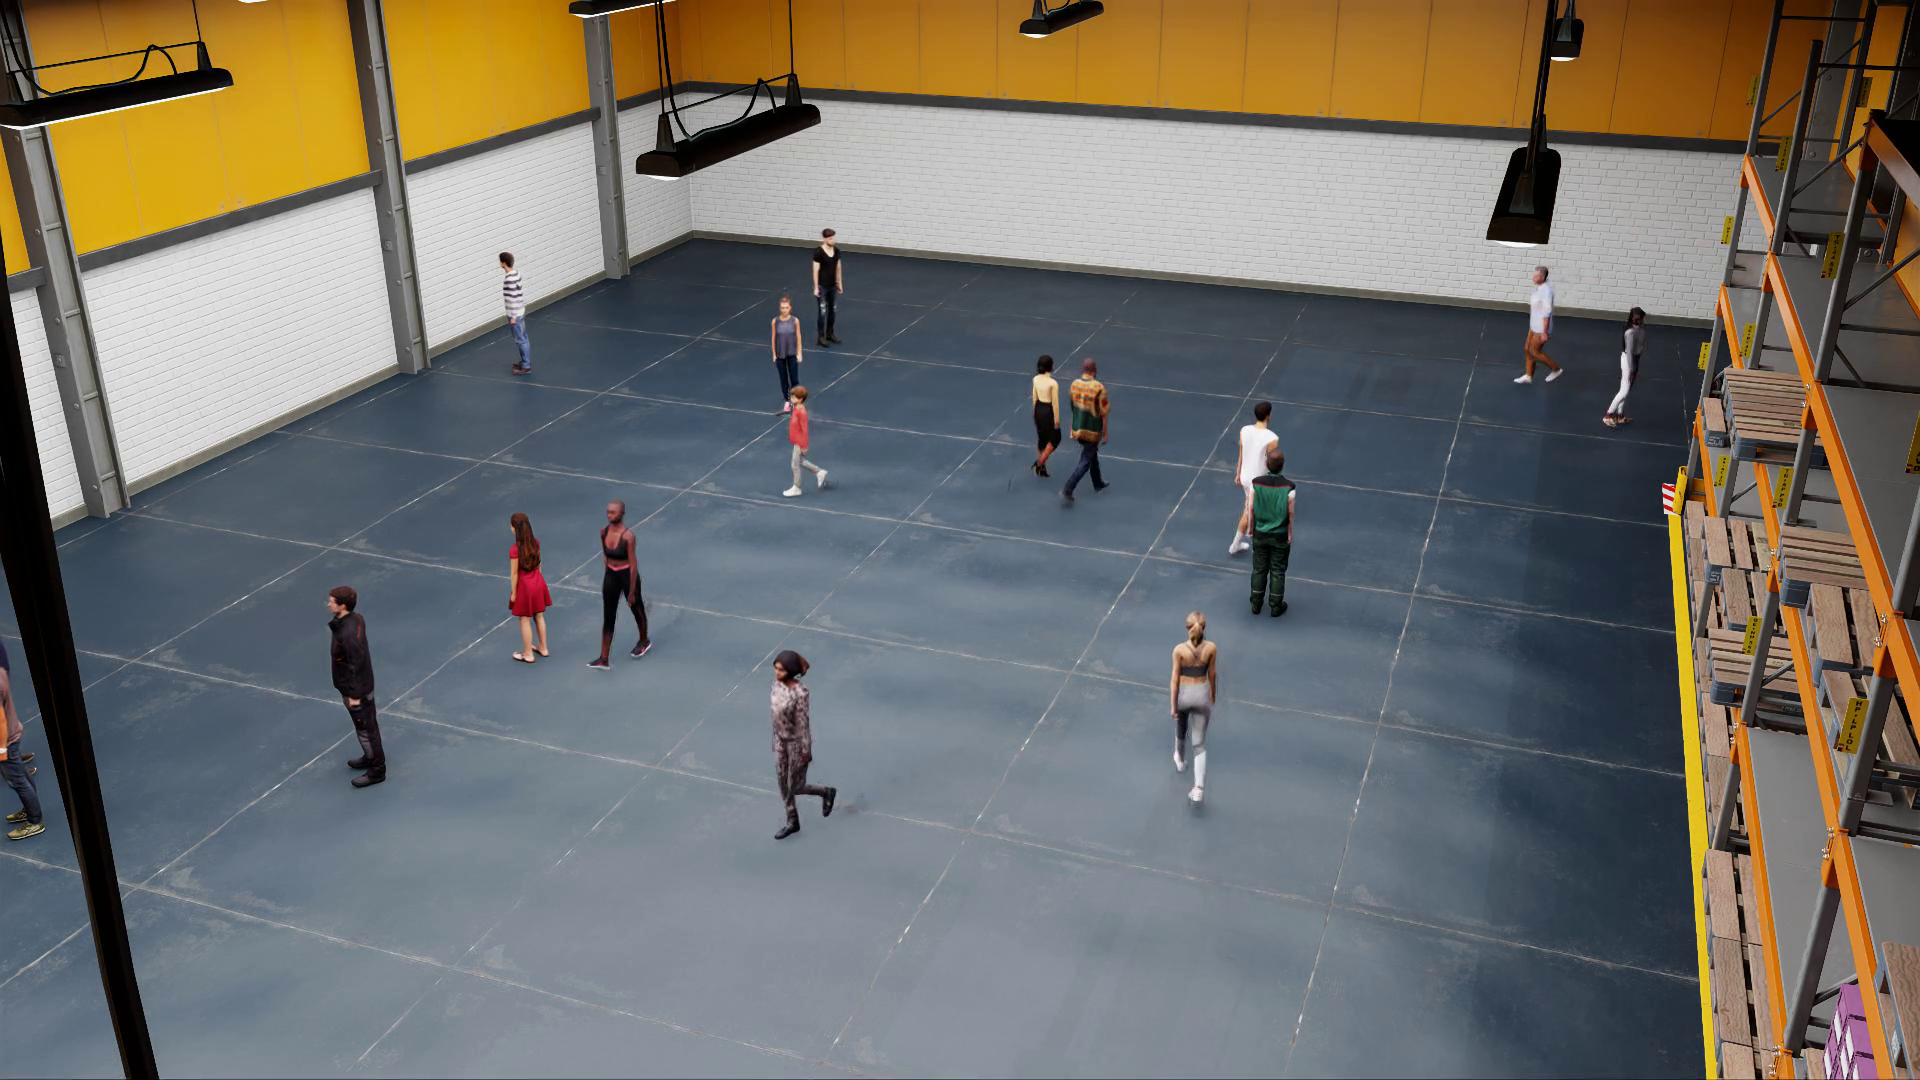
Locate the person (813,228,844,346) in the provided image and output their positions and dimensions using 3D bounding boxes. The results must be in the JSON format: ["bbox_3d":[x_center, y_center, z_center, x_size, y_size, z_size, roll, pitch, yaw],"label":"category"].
[{"bbox_3d":[-2.137,-4.038,26.430,0.755,1.876,0.851,-16,28,-33],"label":"person"}]

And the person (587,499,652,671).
[{"bbox_3d":[-3.270,0.398,16.472,0.668,1.723,1.133,10,26,22],"label":"person"}]

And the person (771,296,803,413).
[{"bbox_3d":[-2.429,-2.594,23.344,0.663,1.701,0.733,0,24,0],"label":"person"}]

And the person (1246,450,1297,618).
[{"bbox_3d":[3.261,-0.082,17.420,0.644,1.842,0.587,10,26,22],"label":"person"}]

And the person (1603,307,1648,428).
[{"bbox_3d":[9.246,-2.412,22.929,0.808,1.699,0.594,7,24,15],"label":"person"}]

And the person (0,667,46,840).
[{"bbox_3d":[-7.834,1.605,13.641,0.758,1.778,0.711,-12,26,-26],"label":"person"}]

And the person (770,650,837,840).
[{"bbox_3d":[-1.309,1.645,13.642,0.921,1.705,0.790,-20,30,-38],"label":"person"}]

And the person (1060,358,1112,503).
[{"bbox_3d":[1.524,-1.303,20.306,1.000,1.770,1.272,22,32,40],"label":"person"}]

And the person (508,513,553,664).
[{"bbox_3d":[-4.290,0.464,16.536,0.669,1.551,0.597,14,27,29],"label":"person"}]

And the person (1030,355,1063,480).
[{"bbox_3d":[1.022,-1.508,20.932,0.713,1.643,0.819,20,31,38],"label":"person"}]

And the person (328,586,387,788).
[{"bbox_3d":[-5.218,1.239,14.404,0.843,1.839,0.768,-9,25,-20],"label":"person"}]

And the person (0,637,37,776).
[{"bbox_3d":[-8.427,1.229,14.486,0.746,1.791,0.712,-13,27,-27],"label":"person"}]

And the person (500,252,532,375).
[{"bbox_3d":[-6.689,-3.444,25.102,0.780,1.851,0.633,-2,24,-5],"label":"person"}]

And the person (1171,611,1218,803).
[{"bbox_3d":[2.006,1.437,14.169,0.868,1.665,1.211,-1,24,-1],"label":"person"}]

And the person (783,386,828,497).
[{"bbox_3d":[-1.925,-1.236,20.611,0.848,1.402,0.835,-7,25,-16],"label":"person"}]

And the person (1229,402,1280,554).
[{"bbox_3d":[3.296,-0.657,18.872,1.211,1.734,0.989,-20,31,-38],"label":"person"}]

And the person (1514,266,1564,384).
[{"bbox_3d":[8.608,-3.136,24.463,0.950,1.799,0.948,1,24,2],"label":"person"}]
